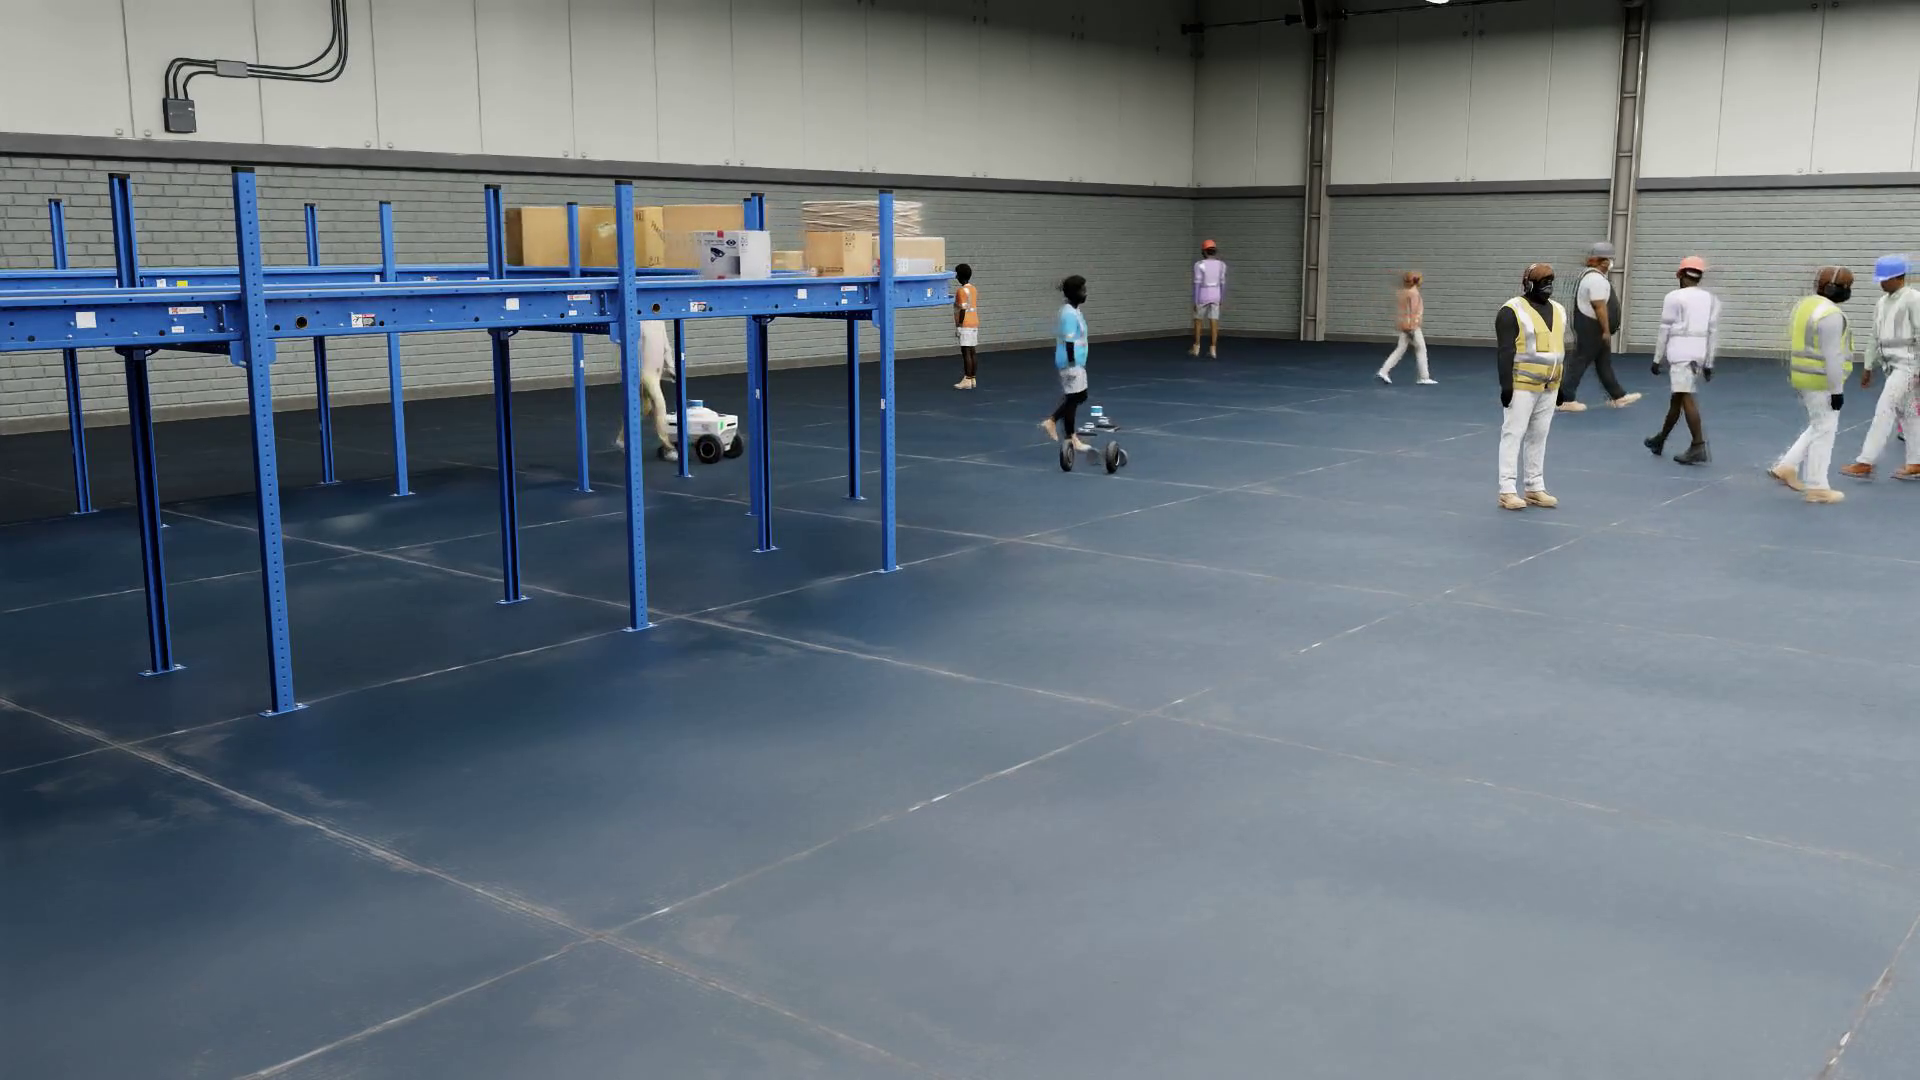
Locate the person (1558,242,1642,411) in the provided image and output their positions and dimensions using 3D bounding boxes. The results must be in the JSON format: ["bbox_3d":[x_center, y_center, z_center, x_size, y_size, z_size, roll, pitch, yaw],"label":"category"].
[{"bbox_3d":[7.634,-2.530,19.735,0.978,2.000,0.694,3,11,16],"label":"person"}]

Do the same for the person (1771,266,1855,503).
[{"bbox_3d":[6.673,-1.201,12.888,0.440,1.822,0.665,2,10,9],"label":"person"}]

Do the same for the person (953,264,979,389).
[{"bbox_3d":[0.078,-2.913,22.702,0.321,1.693,0.530,3,11,19],"label":"person"}]

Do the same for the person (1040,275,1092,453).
[{"bbox_3d":[1.031,-1.681,15.888,0.427,1.684,0.548,1,10,8],"label":"person"}]

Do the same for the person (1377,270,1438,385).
[{"bbox_3d":[6.286,-2.985,23.337,0.816,1.604,0.522,0,10,0],"label":"person"}]

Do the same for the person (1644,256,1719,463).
[{"bbox_3d":[6.697,-1.667,15.348,0.528,1.863,0.965,-4,11,-22],"label":"person"}]

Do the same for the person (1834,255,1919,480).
[{"bbox_3d":[7.810,-1.440,13.992,0.898,1.883,0.618,0,10,3],"label":"person"}]

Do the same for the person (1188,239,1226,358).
[{"bbox_3d":[4.266,-4.183,28.838,0.622,2.031,0.638,-3,11,-15],"label":"person"}]

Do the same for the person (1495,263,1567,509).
[{"bbox_3d":[4.344,-1.166,12.611,0.625,1.844,0.429,-5,11,-26],"label":"person"}]

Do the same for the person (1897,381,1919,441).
[{"bbox_3d":[9.788,-1.883,16.806,0.524,1.764,0.335,-3,11,-14],"label":"person"}]

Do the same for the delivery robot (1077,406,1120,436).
[{"bbox_3d":[1.215,-1.077,14.821,0.335,0.223,0.698,3,11,18],"label":"delivery robot"}]

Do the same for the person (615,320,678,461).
[{"bbox_3d":[-2.913,-1.550,15.410,0.824,1.599,0.496,4,11,19],"label":"person"}]

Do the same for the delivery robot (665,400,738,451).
[{"bbox_3d":[-2.431,-1.054,15.412,0.707,0.478,0.477,4,11,20],"label":"delivery robot"}]
